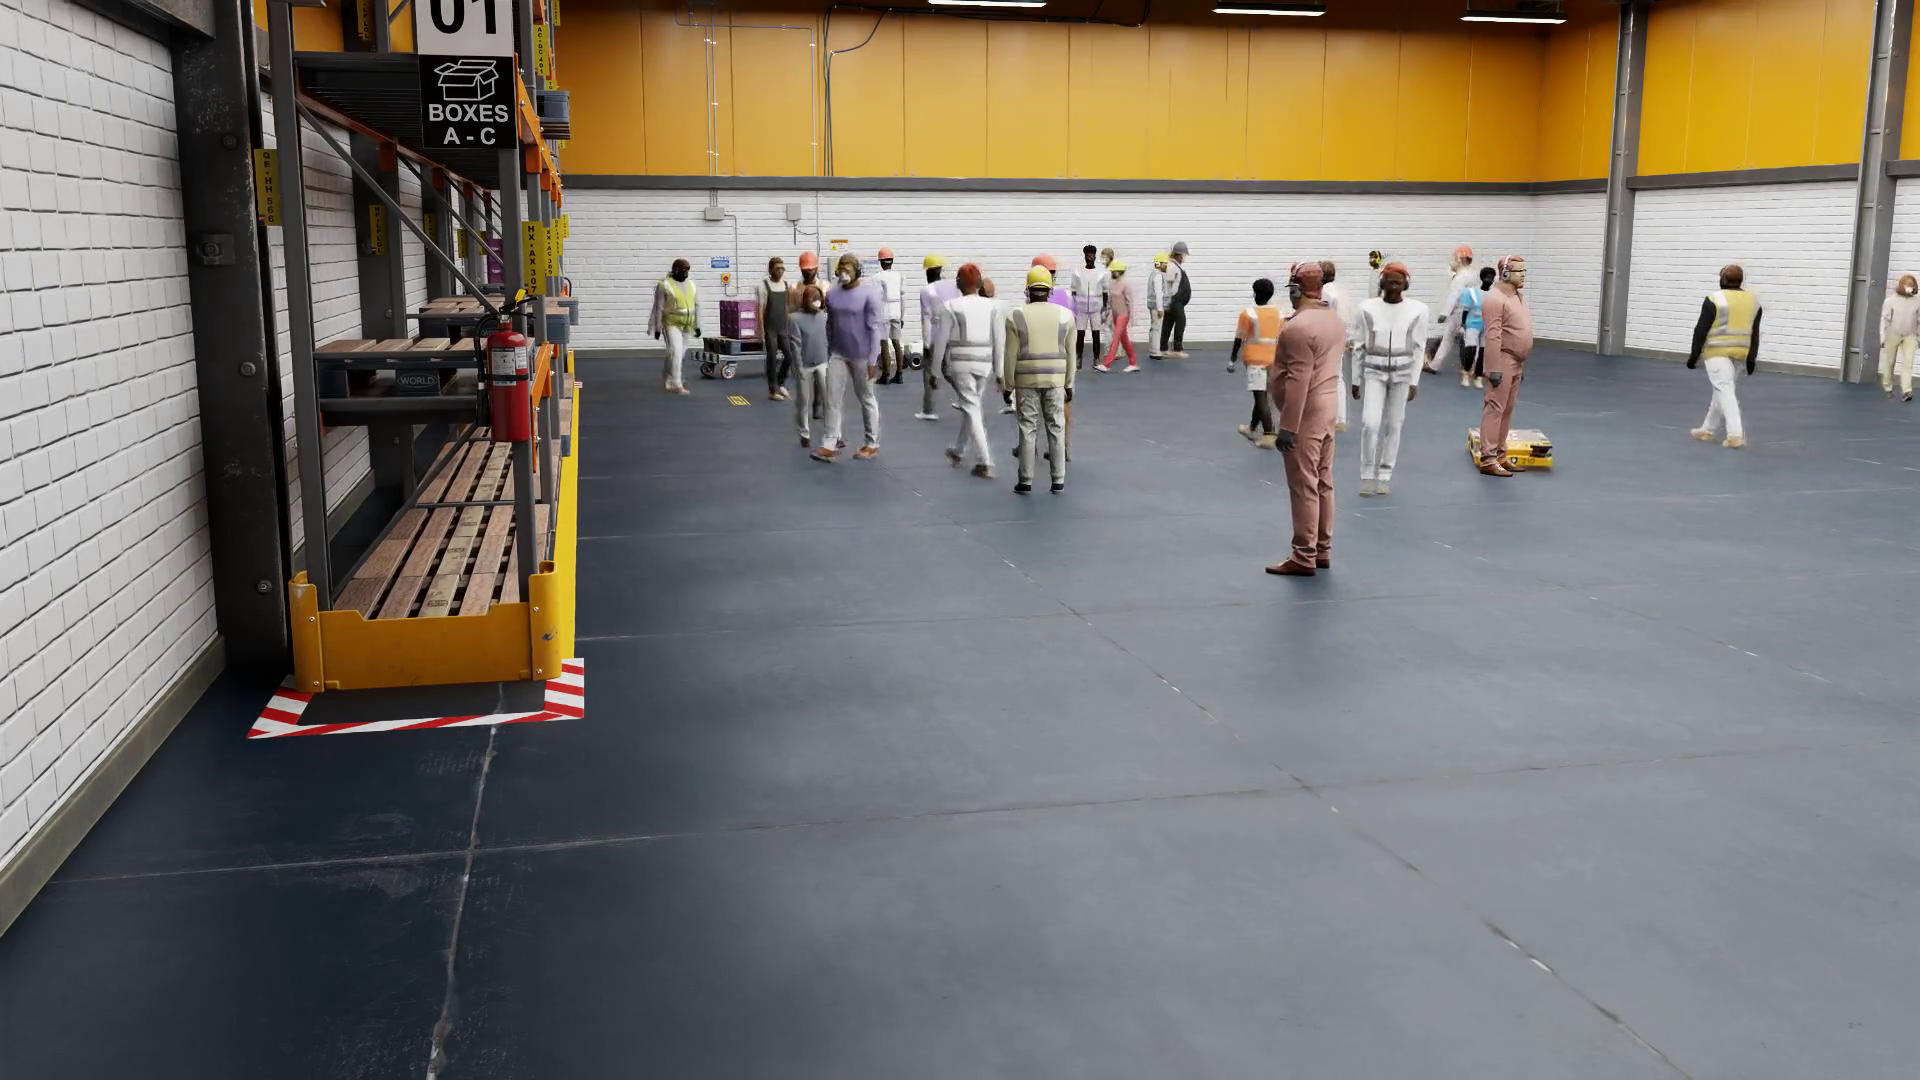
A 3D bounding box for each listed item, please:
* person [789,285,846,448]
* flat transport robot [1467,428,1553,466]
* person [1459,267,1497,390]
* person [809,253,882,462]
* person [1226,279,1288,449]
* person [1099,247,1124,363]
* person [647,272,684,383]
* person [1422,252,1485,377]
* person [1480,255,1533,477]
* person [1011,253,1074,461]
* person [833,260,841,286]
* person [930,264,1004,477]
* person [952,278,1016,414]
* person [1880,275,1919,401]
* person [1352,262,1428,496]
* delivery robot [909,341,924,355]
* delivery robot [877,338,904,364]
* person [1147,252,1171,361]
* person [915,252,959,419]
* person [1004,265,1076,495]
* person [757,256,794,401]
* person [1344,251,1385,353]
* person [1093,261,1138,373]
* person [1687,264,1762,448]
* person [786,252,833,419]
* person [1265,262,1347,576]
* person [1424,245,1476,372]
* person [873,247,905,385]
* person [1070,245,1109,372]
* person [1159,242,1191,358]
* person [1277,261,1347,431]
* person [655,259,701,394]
[{"bbox_3d":[-1.387,-1.653,16.080,0.499,1.597,0.828,-5,11,-24],"label":"person"},{"bbox_3d":[5.098,-0.877,15.471,0.652,0.197,1.431,2,11,13],"label":"flat transport robot"},{"bbox_3d":[7.089,-2.878,22.641,0.549,1.673,0.391,-1,10,-3],"label":"person"},{"bbox_3d":[-1.037,-1.647,15.197,0.648,1.900,0.954,6,12,30],"label":"person"},{"bbox_3d":[2.938,-1.751,16.482,0.552,1.649,0.874,-5,11,-25],"label":"person"},{"bbox_3d":[2.446,-3.895,27.620,0.670,1.910,0.664,-3,11,-14],"label":"person"},{"bbox_3d":[-4.145,-3.033,23.796,0.596,1.571,0.872,-6,12,-30],"label":"person"},{"bbox_3d":[7.422,-3.356,24.837,1.023,1.849,0.646,2,10,12],"label":"person"},{"bbox_3d":[4.753,-1.512,14.458,0.410,1.909,0.643,7,13,35],"label":"person"},{"bbox_3d":[0.774,-1.698,15.459,0.560,1.908,0.747,-6,12,-31],"label":"person"},{"bbox_3d":[-1.966,-3.710,27.171,0.818,1.698,0.501,-7,12,-34],"label":"person"},{"bbox_3d":[0.048,-1.489,14.552,0.598,1.820,1.031,-5,11,-27],"label":"person"},{"bbox_3d":[0.312,-2.285,19.614,0.880,1.590,0.539,9,14,41],"label":"person"},{"bbox_3d":[11.991,-2.569,21.181,0.520,1.581,0.851,3,11,17],"label":"person"},{"bbox_3d":[3.395,-1.263,13.190,0.572,1.859,0.658,2,11,13],"label":"person"},{"bbox_3d":[-0.443,-3.013,26.261,0.707,0.478,0.477,0,10,2],"label":"delivery robot"},{"bbox_3d":[-1.213,-3.025,26.328,0.477,0.478,0.707,-10,14,-43],"label":"delivery robot"},{"bbox_3d":[3.358,-3.931,28.077,0.404,1.828,0.591,0,10,1],"label":"person"},{"bbox_3d":[-0.197,-2.282,18.736,0.608,1.906,0.755,-10,14,-44],"label":"person"},{"bbox_3d":[0.630,-1.268,13.305,0.589,1.834,0.403,-2,10,-10],"label":"person"},{"bbox_3d":[-2.338,-2.674,21.123,0.515,1.831,0.395,-7,12,-32],"label":"person"},{"bbox_3d":[7.298,-4.202,29.585,0.907,1.834,0.516,-3,11,-19],"label":"person"},{"bbox_3d":[2.416,-3.415,25.537,0.909,1.717,0.541,-5,11,-25],"label":"person"},{"bbox_3d":[7.594,-1.823,16.513,0.615,1.802,0.976,-3,11,-14],"label":"person"},{"bbox_3d":[-1.652,-2.260,18.649,0.568,1.891,0.957,-1,10,-8],"label":"person"},{"bbox_3d":[2.089,-0.733,10.149,0.399,1.905,0.643,7,12,34],"label":"person"},{"bbox_3d":[7.642,-3.574,25.728,0.848,1.968,0.622,3,11,15],"label":"person"},{"bbox_3d":[-1.031,-3.165,23.536,0.552,1.933,0.368,-9,13,-40],"label":"person"},{"bbox_3d":[1.999,-3.581,25.753,0.606,1.966,0.367,2,10,8],"label":"person"},{"bbox_3d":[3.745,-4.156,28.731,0.711,2.000,0.786,3,11,14],"label":"person"},{"bbox_3d":[3.803,-2.072,17.828,0.843,1.808,0.653,7,12,34],"label":"person"},{"bbox_3d":[-3.831,-2.867,22.316,0.877,1.806,0.637,10,14,43],"label":"person"}]
